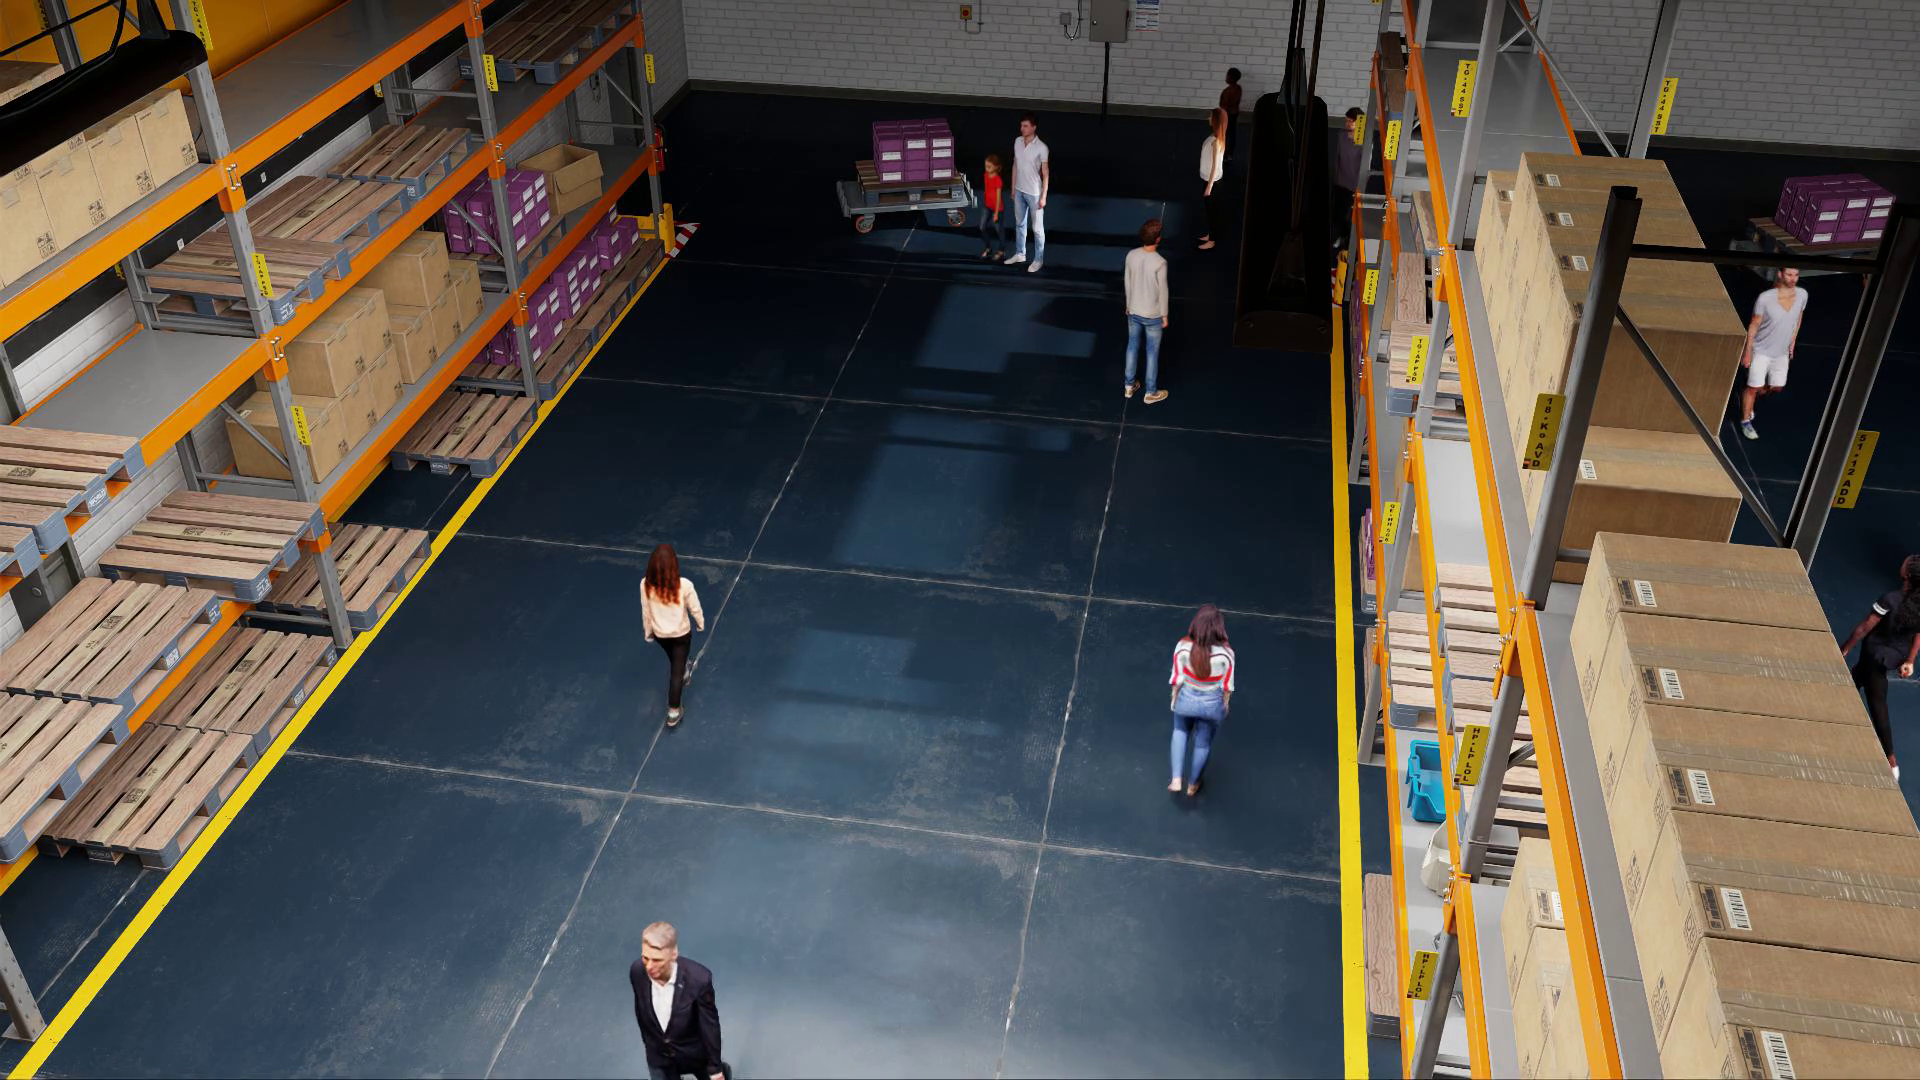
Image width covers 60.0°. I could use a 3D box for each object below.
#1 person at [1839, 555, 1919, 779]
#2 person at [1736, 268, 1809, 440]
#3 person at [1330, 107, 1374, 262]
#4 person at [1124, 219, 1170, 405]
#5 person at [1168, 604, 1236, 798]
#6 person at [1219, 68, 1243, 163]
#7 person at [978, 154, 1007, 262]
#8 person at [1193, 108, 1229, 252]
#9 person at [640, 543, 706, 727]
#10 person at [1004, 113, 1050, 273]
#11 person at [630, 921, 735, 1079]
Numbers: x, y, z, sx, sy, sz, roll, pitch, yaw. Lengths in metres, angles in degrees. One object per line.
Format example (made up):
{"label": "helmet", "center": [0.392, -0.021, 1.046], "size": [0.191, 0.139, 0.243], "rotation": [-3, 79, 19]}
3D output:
{"label": "person", "center": [6.620, 0.912, 11.848], "size": [1.017, 1.683, 1.259], "rotation": [-11, 35, -16]}
{"label": "person", "center": [7.689, -1.883, 15.911], "size": [0.837, 1.840, 0.899], "rotation": [-5, 34, -7]}
{"label": "person", "center": [4.606, -4.159, 19.341], "size": [0.912, 1.833, 0.856], "rotation": [-24, 40, -31]}
{"label": "person", "center": [1.838, -2.257, 16.415], "size": [0.754, 1.905, 0.754], "rotation": [25, 41, 32]}
{"label": "person", "center": [1.648, 1.178, 11.520], "size": [0.640, 1.604, 0.686], "rotation": [10, 35, 15]}
{"label": "person", "center": [3.605, -5.667, 22.133], "size": [0.596, 1.254, 0.672], "rotation": [-27, 42, -35]}
{"label": "person", "center": [0.446, -3.897, 19.430], "size": [0.661, 1.299, 0.605], "rotation": [-29, 43, -36]}
{"label": "person", "center": [2.981, -4.247, 19.574], "size": [0.632, 1.722, 0.425], "rotation": [6, 34, 9]}
{"label": "person", "center": [-2.155, 0.714, 12.362], "size": [0.611, 1.444, 0.964], "rotation": [4, 34, 6]}
{"label": "person", "center": [0.798, -4.002, 19.089], "size": [0.732, 1.850, 0.743], "rotation": [27, 42, 34]}
{"label": "person", "center": [-1.471, 2.694, 9.074], "size": [0.672, 1.786, 1.134], "rotation": [5, 34, 8]}
